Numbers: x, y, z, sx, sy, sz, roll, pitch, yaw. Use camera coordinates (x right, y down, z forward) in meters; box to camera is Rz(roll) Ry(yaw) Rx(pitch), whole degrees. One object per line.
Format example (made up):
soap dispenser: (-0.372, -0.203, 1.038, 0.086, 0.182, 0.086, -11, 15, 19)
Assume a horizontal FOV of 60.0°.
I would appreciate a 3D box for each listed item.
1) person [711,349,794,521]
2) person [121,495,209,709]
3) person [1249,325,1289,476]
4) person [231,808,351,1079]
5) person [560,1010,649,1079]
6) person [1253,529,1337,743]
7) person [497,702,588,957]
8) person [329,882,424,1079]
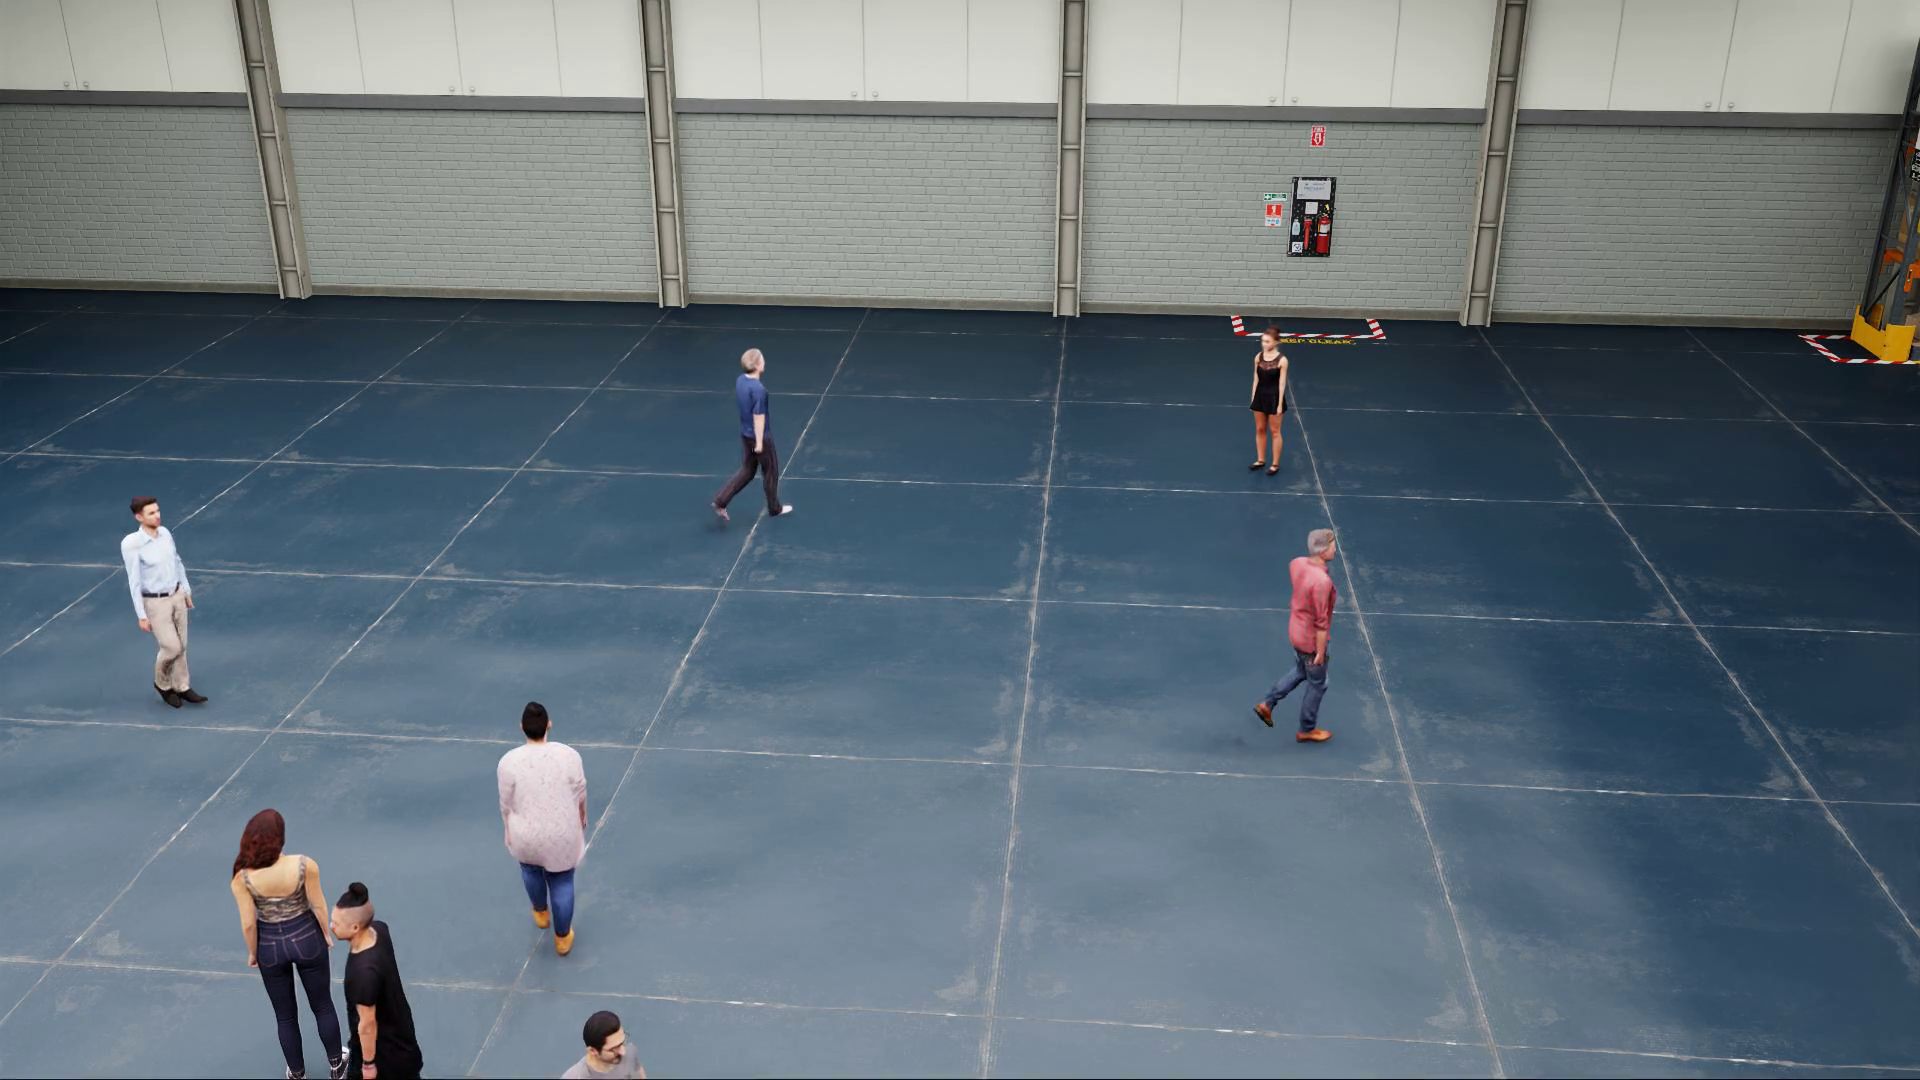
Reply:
person: (-2.180, -1.040, 17.086, 1.201, 1.841, 1.100, -15, 27, -32)
person: (-6.523, 0.499, 13.478, 0.731, 1.832, 0.726, 8, 24, 17)
person: (3.453, -1.570, 18.537, 0.674, 1.681, 0.752, 20, 30, 38)
person: (-3.752, 2.299, 9.327, 0.647, 1.769, 0.759, -10, 25, -22)
person: (-1.769, 2.916, 7.936, 1.068, 1.721, 0.880, 9, 25, 20)
person: (2.625, 0.761, 12.888, 0.979, 1.811, 0.863, -6, 24, -14)
person: (-2.617, 1.844, 10.451, 0.817, 1.726, 0.869, -4, 23, -10)
person: (-2.898, 2.565, 8.629, 1.282, 1.824, 0.999, -7, 24, -16)
